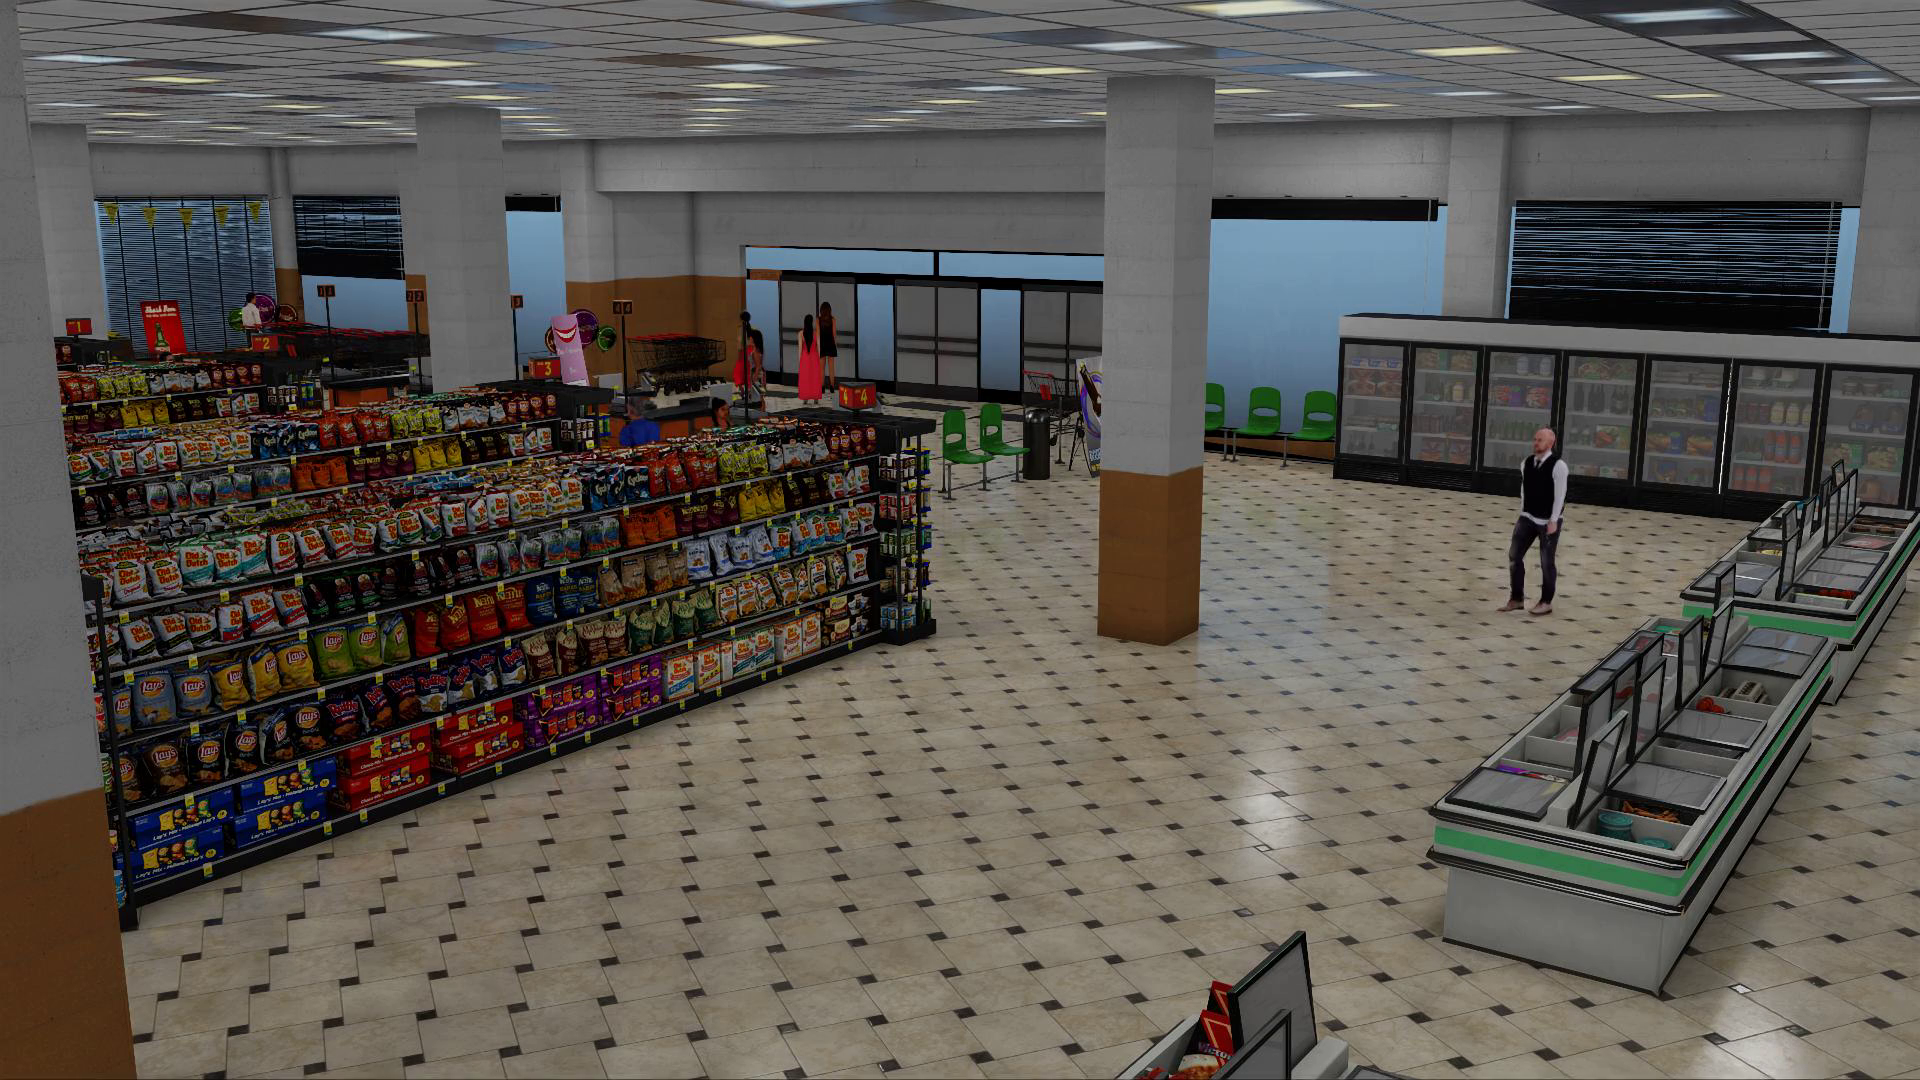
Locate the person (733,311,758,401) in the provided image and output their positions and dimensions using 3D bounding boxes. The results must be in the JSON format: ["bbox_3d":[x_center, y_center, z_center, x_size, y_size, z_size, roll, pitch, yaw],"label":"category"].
[{"bbox_3d":[-3.969,-3.422,31.470,0.749,1.778,0.774,-8,14,-35],"label":"person"}]

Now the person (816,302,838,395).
[{"bbox_3d":[-2.692,-3.869,33.458,0.666,1.834,0.712,-1,12,-5],"label":"person"}]

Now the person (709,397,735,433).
[{"bbox_3d":[-2.853,-0.863,19.614,0.652,1.656,0.562,8,14,33],"label":"person"}]

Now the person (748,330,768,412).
[{"bbox_3d":[-3.520,-2.834,29.003,0.787,1.645,0.673,0,12,0],"label":"person"}]

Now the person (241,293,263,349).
[{"bbox_3d":[-15.645,-4.562,36.808,0.692,1.811,0.588,6,13,27],"label":"person"}]

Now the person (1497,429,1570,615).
[{"bbox_3d":[5.630,-0.166,15.939,0.922,1.806,0.831,-9,15,-36],"label":"person"}]

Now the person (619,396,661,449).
[{"bbox_3d":[-3.433,-0.653,18.224,0.838,1.819,0.693,10,16,40],"label":"person"}]

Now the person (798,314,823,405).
[{"bbox_3d":[-2.858,-3.430,31.632,0.704,1.727,0.771,-3,12,-13],"label":"person"}]
